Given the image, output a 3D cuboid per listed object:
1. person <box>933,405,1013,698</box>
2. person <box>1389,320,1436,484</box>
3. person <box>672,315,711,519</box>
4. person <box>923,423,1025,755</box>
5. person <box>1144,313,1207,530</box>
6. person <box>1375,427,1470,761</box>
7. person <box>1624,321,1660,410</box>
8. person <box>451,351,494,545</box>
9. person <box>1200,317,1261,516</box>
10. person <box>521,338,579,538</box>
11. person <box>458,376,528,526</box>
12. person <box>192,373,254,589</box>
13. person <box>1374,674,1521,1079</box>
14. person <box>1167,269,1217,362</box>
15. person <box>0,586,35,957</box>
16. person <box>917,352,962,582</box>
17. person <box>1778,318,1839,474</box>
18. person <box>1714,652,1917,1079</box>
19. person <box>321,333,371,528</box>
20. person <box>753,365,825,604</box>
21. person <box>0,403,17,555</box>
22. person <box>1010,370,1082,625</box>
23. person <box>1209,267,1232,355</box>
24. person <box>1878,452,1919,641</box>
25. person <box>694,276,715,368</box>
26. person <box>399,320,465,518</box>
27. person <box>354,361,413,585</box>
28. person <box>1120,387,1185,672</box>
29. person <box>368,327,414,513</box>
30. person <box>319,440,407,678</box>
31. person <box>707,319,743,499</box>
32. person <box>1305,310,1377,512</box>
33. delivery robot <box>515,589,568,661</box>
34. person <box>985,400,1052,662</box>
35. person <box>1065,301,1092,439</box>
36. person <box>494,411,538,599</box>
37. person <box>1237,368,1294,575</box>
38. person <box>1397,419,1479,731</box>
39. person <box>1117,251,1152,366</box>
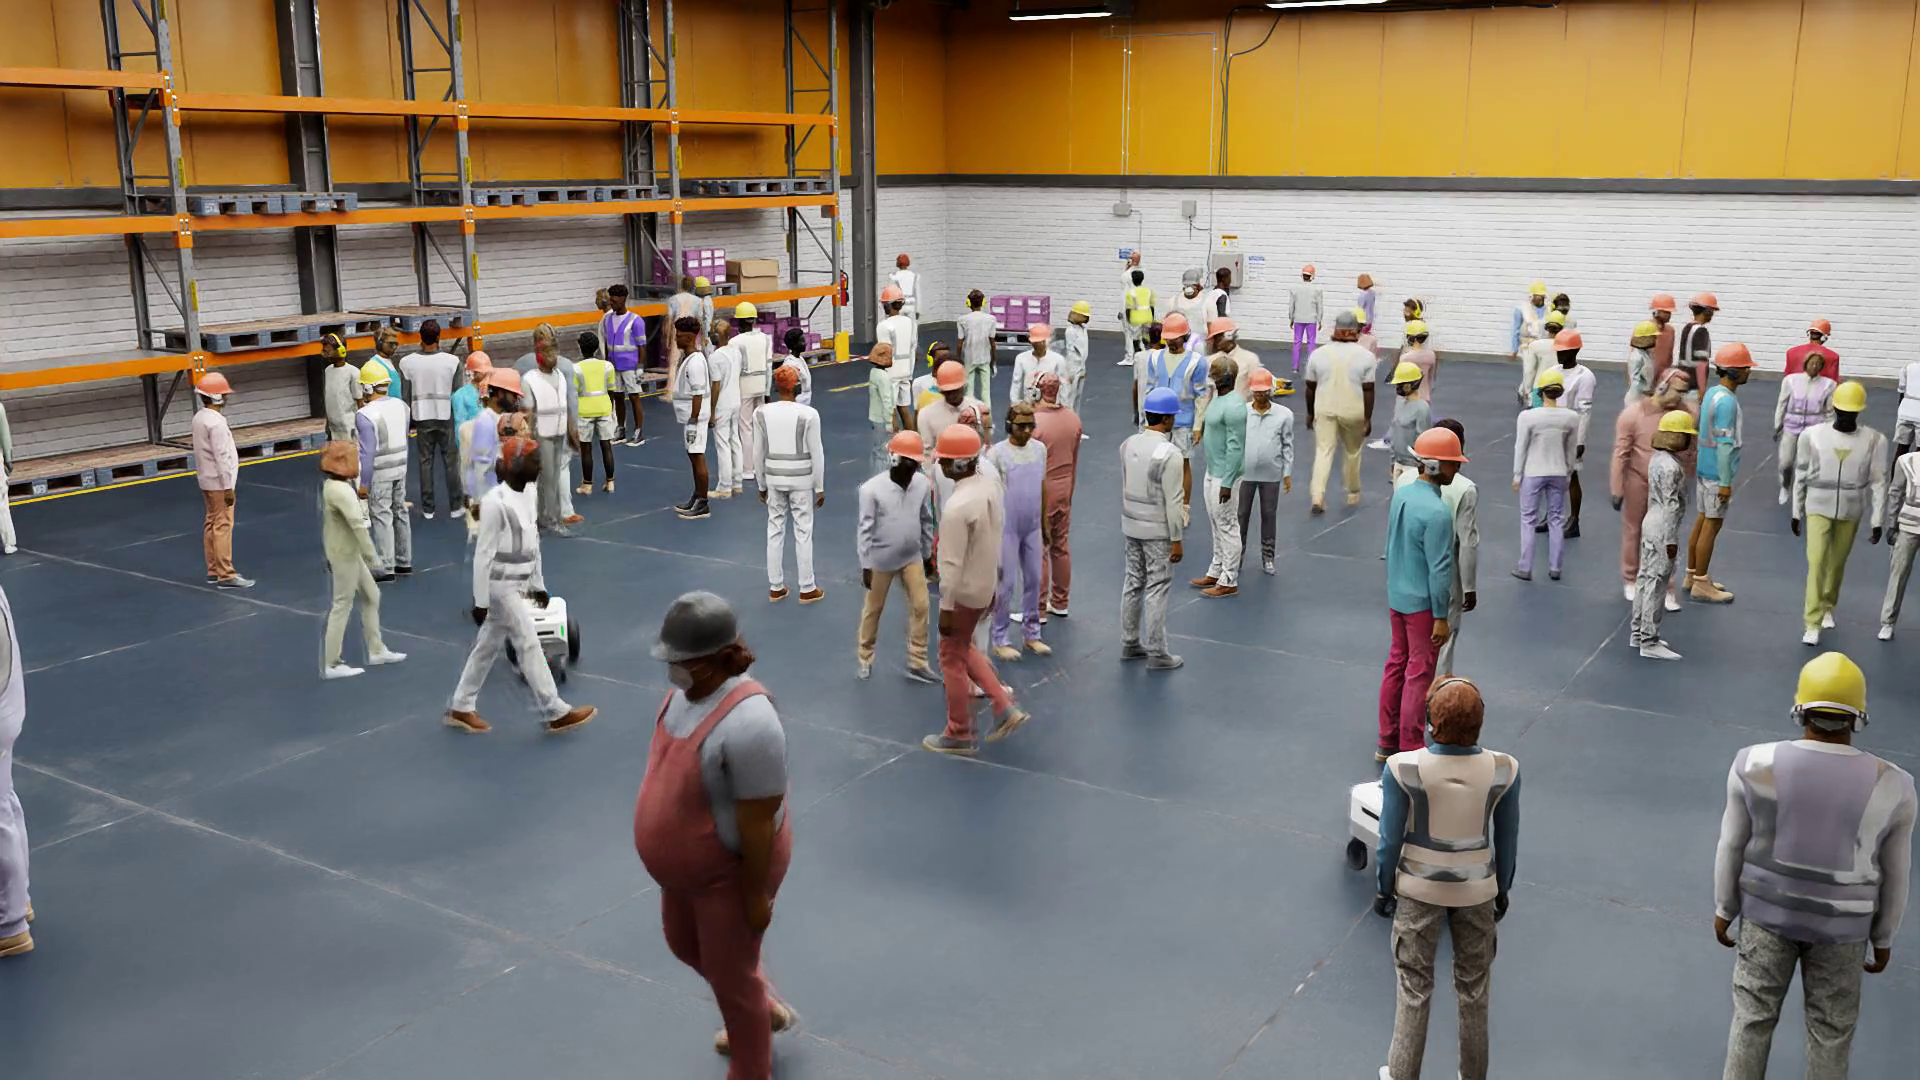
[{"bbox_3d":[0.096,0.069,10.799,0.408,1.906,0.652,-8,15,-30],"label":"person"},{"bbox_3d":[4.839,-1.465,17.765,0.525,1.769,0.308,-9,16,-35],"label":"person"},{"bbox_3d":[-2.604,-1.193,16.141,0.367,1.966,0.606,-3,13,-13],"label":"person"},{"bbox_3d":[0.049,0.298,9.650,0.467,1.971,0.651,5,14,22],"label":"person"},{"bbox_3d":[2.003,-1.113,15.642,0.606,2.039,0.381,7,15,29],"label":"person"},{"bbox_3d":[2.611,0.349,9.396,0.390,1.990,0.623,-2,13,-10],"label":"person"},{"bbox_3d":[7.275,-1.468,17.819,0.284,1.746,0.492,7,15,29],"label":"person"},{"bbox_3d":[-4.309,-0.836,15.059,0.329,1.751,0.568,8,15,31],"label":"person"},{"bbox_3d":[2.605,-1.164,16.039,0.645,1.954,0.443,11,17,40],"label":"person"},{"bbox_3d":[-3.796,-0.951,15.402,0.435,1.857,0.574,6,14,24],"label":"person"},{"bbox_3d":[-3.711,-0.434,13.318,0.560,1.752,0.326,-6,14,-24],"label":"person"},{"bbox_3d":[-6.015,-0.487,13.550,0.346,1.748,0.570,-10,17,-38],"label":"person"},{"bbox_3d":[1.771,1.291,6.083,0.511,1.641,0.308,0,13,2],"label":"person"},{"bbox_3d":[3.023,-2.573,21.965,0.683,2.000,0.536,5,14,22],"label":"person"},{"bbox_3d":[-4.365,0.823,7.235,0.536,2.000,0.688,-6,14,-25],"label":"person"},{"bbox_3d":[-0.152,-0.568,13.551,0.395,1.912,0.590,-9,16,-34],"label":"person"},{"bbox_3d":[9.296,-1.552,18.200,0.352,1.740,0.575,-13,18,-43],"label":"person"},{"bbox_3d":[2.915,1.278,5.736,0.591,1.825,0.403,7,15,27],"label":"person"},{"bbox_3d":[-5.777,-1.009,15.573,0.514,1.865,0.328,8,15,31],"label":"person"},{"bbox_3d":[-1.327,-0.430,13.020,0.575,1.883,0.355,4,14,16],"label":"person"},{"bbox_3d":[-8.546,-0.650,14.506,0.522,1.640,0.305,-10,16,-37],"label":"person"},{"bbox_3d":[0.621,-0.319,12.485,0.410,1.909,0.643,11,17,40],"label":"person"},{"bbox_3d":[3.705,-2.947,23.870,0.397,1.915,0.592,0,13,-1],"label":"person"},{"bbox_3d":[6.937,-0.061,11.946,0.514,1.641,0.315,6,14,25],"label":"person"},{"bbox_3d":[-3.750,-3.003,24.487,0.320,1.740,0.492,-2,13,-8],"label":"person"},{"bbox_3d":[-5.079,-1.159,16.100,0.600,1.917,0.376,-2,13,-8],"label":"person"},{"bbox_3d":[-4.743,-0.549,13.641,0.404,1.833,0.590,4,13,15],"label":"person"},{"bbox_3d":[1.324,-0.075,11.351,0.417,1.940,0.607,-8,15,-30],"label":"person"},{"bbox_3d":[-5.611,-1.165,16.304,0.343,1.839,0.506,-1,13,-6],"label":"person"},{"bbox_3d":[-4.027,0.126,11.203,0.677,1.610,0.512,-7,15,-26],"label":"person"},{"bbox_3d":[-2.426,-1.337,17.033,0.345,1.846,0.508,6,14,23],"label":"person"},{"bbox_3d":[3.746,-1.297,16.433,0.691,2.000,1.006,6,14,23],"label":"person"},{"bbox_3d":[-2.858,0.576,11.344,0.477,0.478,0.707,-3,14,-13],"label":"delivery robot"},{"bbox_3d":[0.403,-0.068,11.560,0.524,1.833,0.339,-9,16,-33],"label":"person"},{"bbox_3d":[1.454,-2.076,20.484,0.325,1.734,0.487,6,14,25],"label":"person"},{"bbox_3d":[-3.258,-0.128,12.236,0.311,1.642,0.513,0,13,-2],"label":"person"},{"bbox_3d":[2.494,-0.569,13.901,0.572,1.749,0.341,2,13,8],"label":"person"},{"bbox_3d":[2.893,0.215,10.139,0.391,1.920,0.587,-9,16,-33],"label":"person"},{"bbox_3d":[2.899,-3.882,27.928,0.638,1.913,0.408,-10,16,-37],"label":"person"}]
